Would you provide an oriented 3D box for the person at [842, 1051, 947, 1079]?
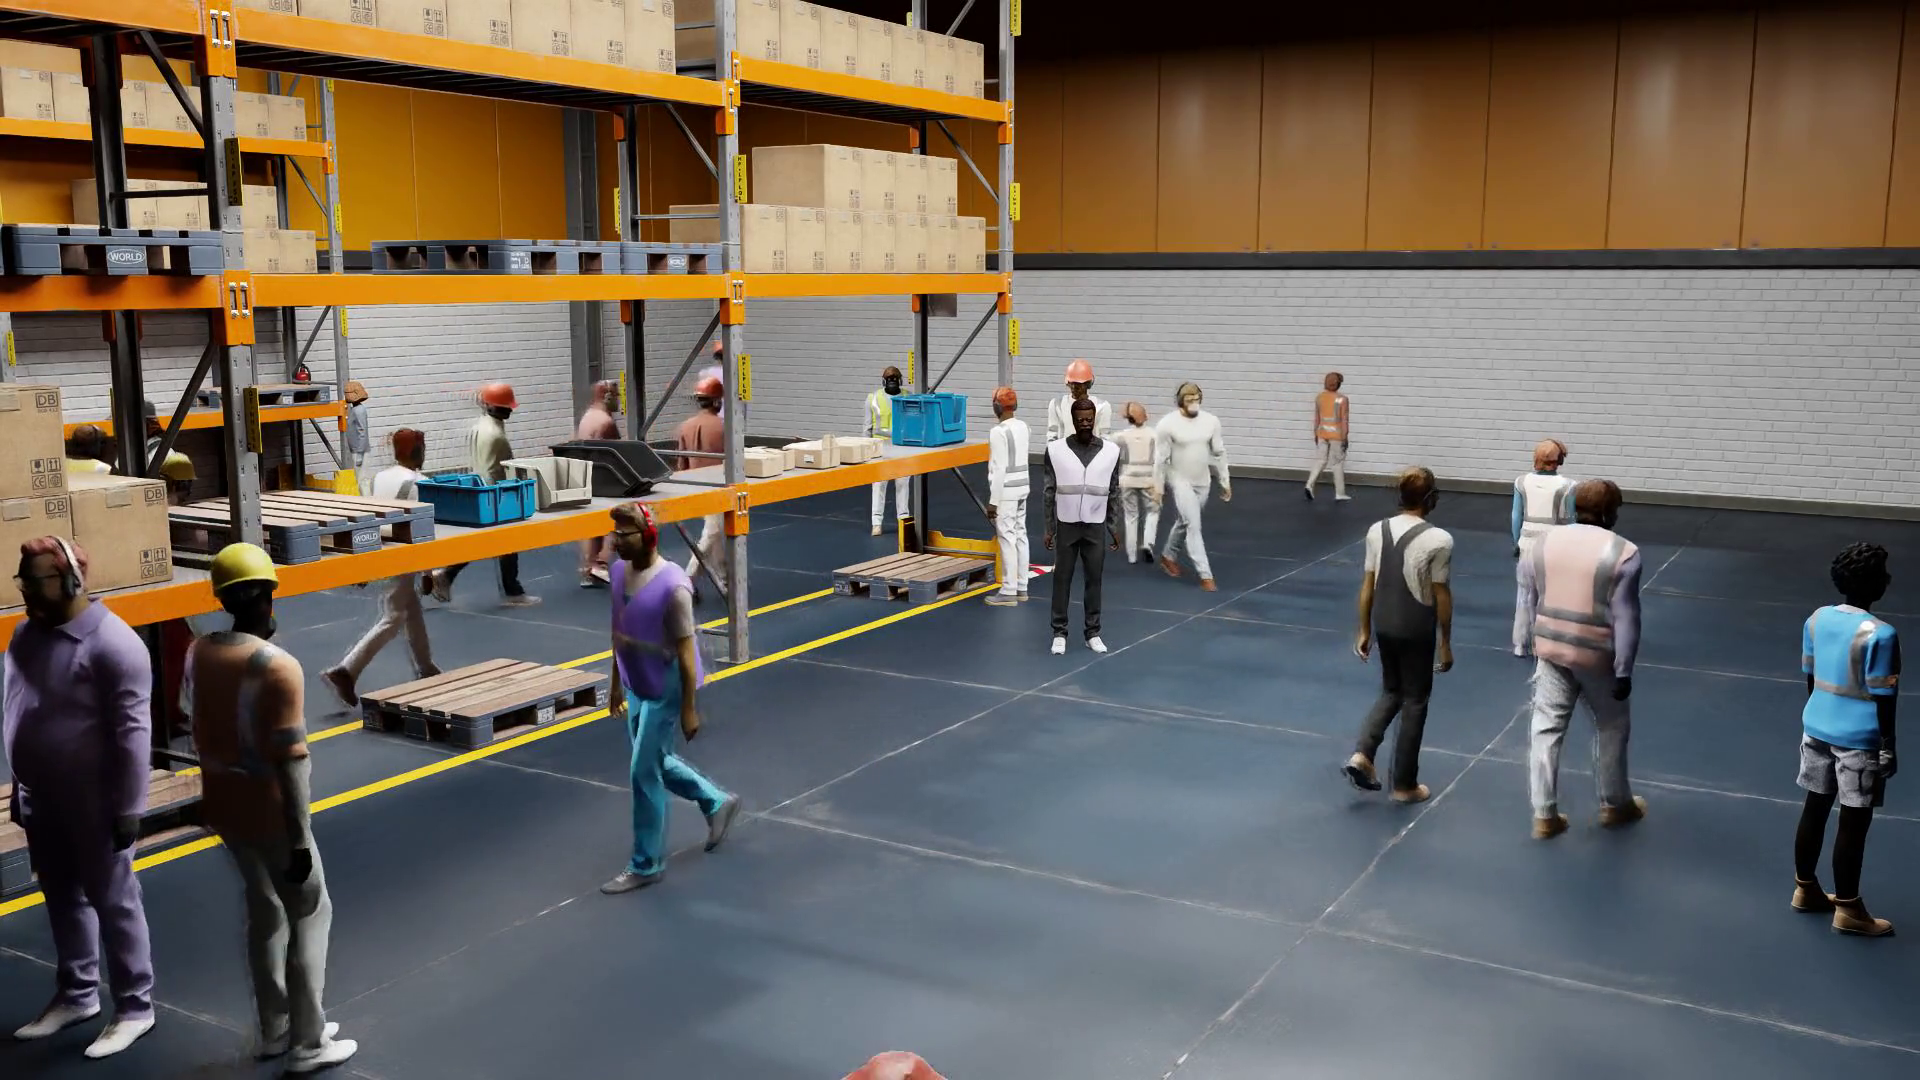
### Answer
[{"bbox_3d":[-0.119,1.585,1.991,0.539,1.907,0.893,1,9,8],"label":"person"}]

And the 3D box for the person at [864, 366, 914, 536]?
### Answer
[{"bbox_3d":[-0.729,-0.965,18.067,0.623,1.844,0.430,-1,9,-8],"label":"person"}]

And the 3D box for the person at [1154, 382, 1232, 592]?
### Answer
[{"bbox_3d":[2.071,-0.519,15.179,0.692,1.885,1.044,-4,10,-21],"label":"person"}]

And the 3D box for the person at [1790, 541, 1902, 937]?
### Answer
[{"bbox_3d":[3.846,0.848,7.191,0.318,1.700,0.535,-2,9,-10],"label":"person"}]

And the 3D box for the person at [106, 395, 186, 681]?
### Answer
[{"bbox_3d":[-5.647,-0.008,11.473,0.676,2.000,0.536,9,12,43],"label":"person"}]

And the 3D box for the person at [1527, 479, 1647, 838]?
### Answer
[{"bbox_3d":[3.215,0.588,8.465,0.839,1.808,0.656,-8,12,-40],"label":"person"}]

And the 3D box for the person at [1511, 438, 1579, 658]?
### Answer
[{"bbox_3d":[4.284,0.085,12.184,0.311,1.646,0.528,-9,13,-44],"label":"person"}]

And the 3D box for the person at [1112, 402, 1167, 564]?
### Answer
[{"bbox_3d":[1.739,-0.543,16.136,0.545,1.609,0.439,1,9,8],"label":"person"}]

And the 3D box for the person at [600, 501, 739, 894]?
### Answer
[{"bbox_3d":[-1.373,0.695,7.804,0.749,1.818,0.589,-8,12,-40],"label":"person"}]

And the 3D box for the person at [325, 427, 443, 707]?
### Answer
[{"bbox_3d":[-3.815,0.171,11.059,0.602,1.833,0.991,6,11,35],"label":"person"}]

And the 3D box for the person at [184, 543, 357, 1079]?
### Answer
[{"bbox_3d":[-2.439,0.950,5.937,0.621,1.898,0.493,6,11,31],"label":"person"}]

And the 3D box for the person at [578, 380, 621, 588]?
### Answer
[{"bbox_3d":[-3.224,-0.492,14.981,0.468,1.881,0.670,-5,10,-28],"label":"person"}]

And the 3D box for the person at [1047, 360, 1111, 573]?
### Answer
[{"bbox_3d":[1.114,-0.682,15.701,0.605,2.034,0.392,1,9,8],"label":"person"}]

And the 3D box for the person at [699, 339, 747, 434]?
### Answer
[{"bbox_3d":[-2.999,-1.532,21.035,0.631,2.029,0.688,-1,9,-4],"label":"person"}]

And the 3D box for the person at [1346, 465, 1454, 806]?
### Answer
[{"bbox_3d":[2.356,0.518,8.862,0.455,1.831,0.499,-7,11,-36],"label":"person"}]

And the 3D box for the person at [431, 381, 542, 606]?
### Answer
[{"bbox_3d":[-4.026,-0.370,14.023,0.835,1.954,0.632,-3,10,-21],"label":"person"}]

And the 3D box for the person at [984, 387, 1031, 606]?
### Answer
[{"bbox_3d":[0.409,-0.373,14.247,0.358,1.881,0.574,5,10,29],"label":"person"}]

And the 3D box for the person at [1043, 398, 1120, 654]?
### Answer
[{"bbox_3d":[0.909,-0.107,12.467,0.587,1.920,0.392,-1,9,-7],"label":"person"}]

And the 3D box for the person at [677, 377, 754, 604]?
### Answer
[{"bbox_3d":[-2.195,-0.440,14.485,0.626,1.955,1.024,6,11,33],"label":"person"}]

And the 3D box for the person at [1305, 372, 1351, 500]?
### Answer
[{"bbox_3d":[4.624,-1.287,20.763,0.558,1.631,0.529,-7,12,-38],"label":"person"}]

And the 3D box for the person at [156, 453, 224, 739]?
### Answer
[{"bbox_3d":[-4.807,0.337,10.243,0.524,1.744,0.591,3,10,20],"label":"person"}]

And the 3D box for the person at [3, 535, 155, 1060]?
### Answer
[{"bbox_3d":[-3.243,0.925,6.063,0.647,1.905,0.404,4,10,25],"label":"person"}]

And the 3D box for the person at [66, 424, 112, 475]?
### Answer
[{"bbox_3d":[-6.186,0.086,11.720,0.641,1.789,0.930,0,9,1],"label":"person"}]

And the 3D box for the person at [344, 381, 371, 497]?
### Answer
[{"bbox_3d":[-6.779,-0.969,18.735,0.276,1.633,0.507,-4,10,-25],"label":"person"}]
